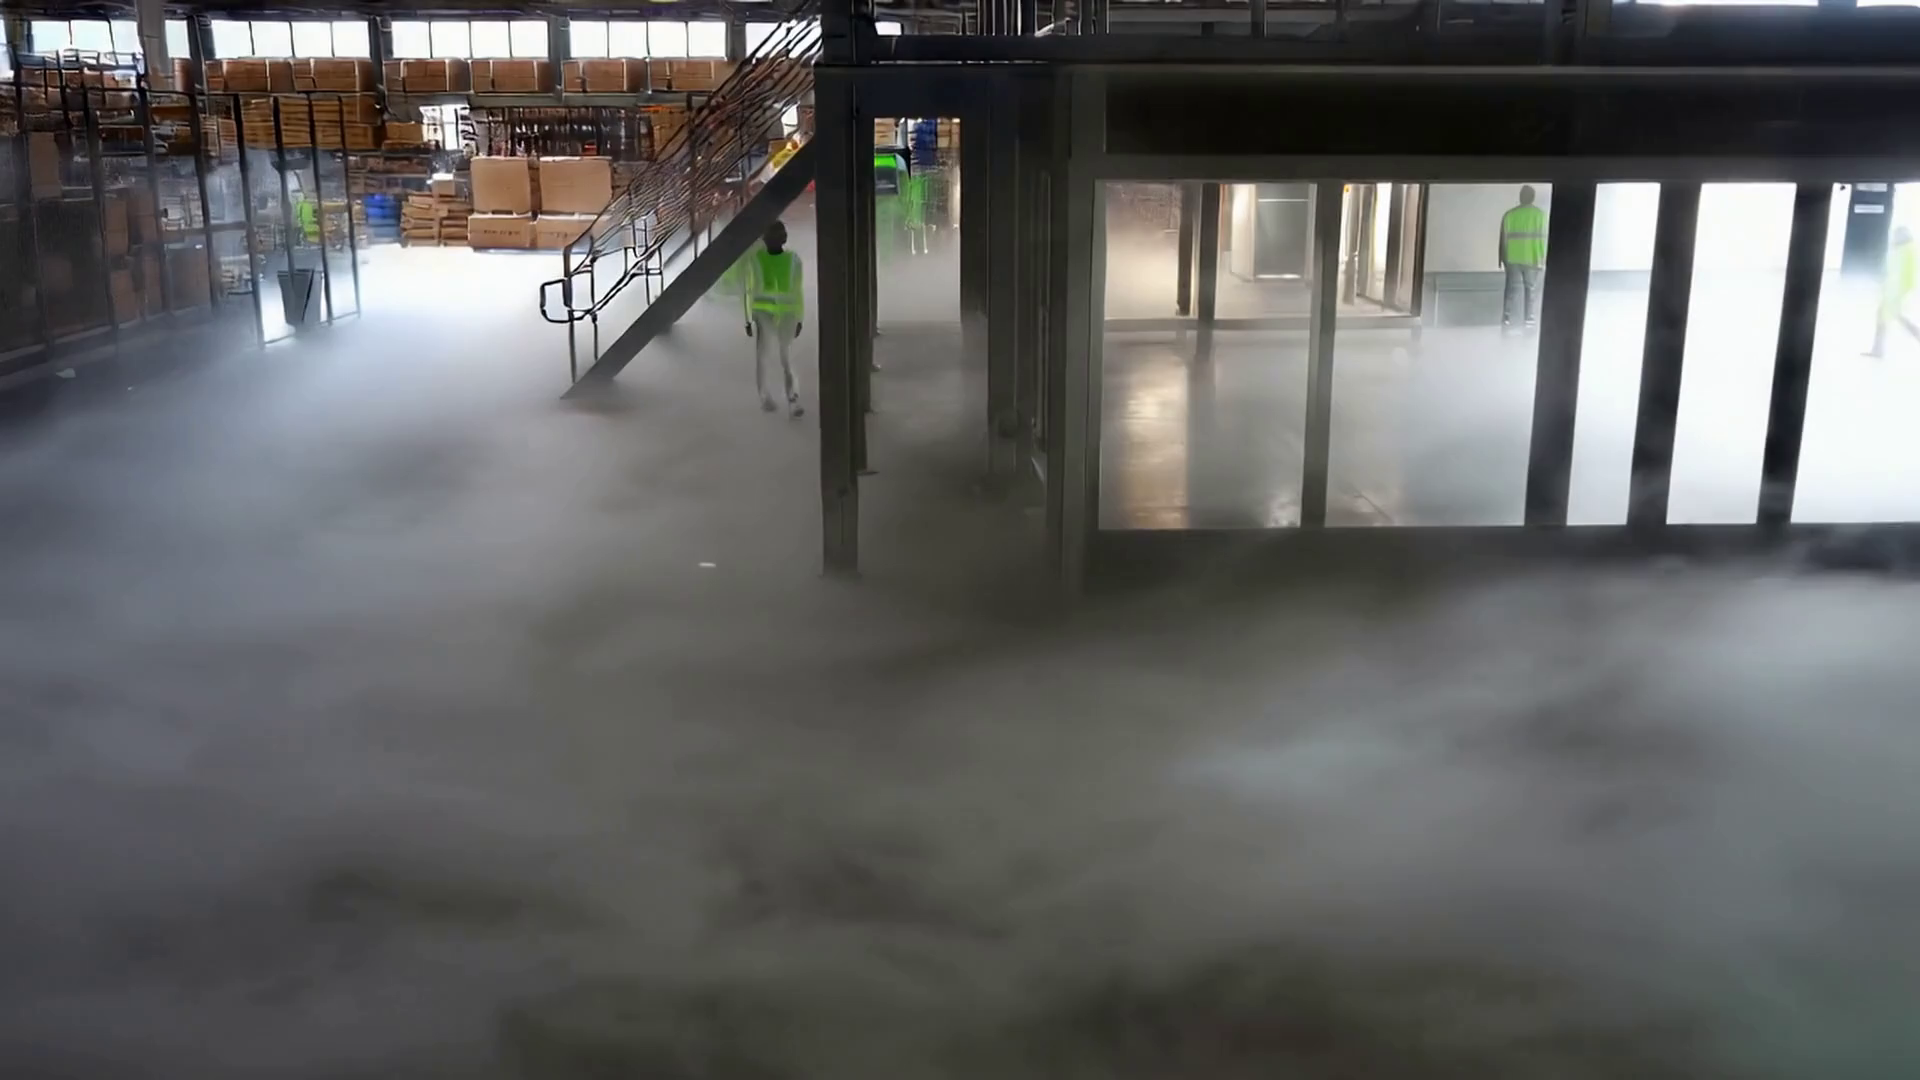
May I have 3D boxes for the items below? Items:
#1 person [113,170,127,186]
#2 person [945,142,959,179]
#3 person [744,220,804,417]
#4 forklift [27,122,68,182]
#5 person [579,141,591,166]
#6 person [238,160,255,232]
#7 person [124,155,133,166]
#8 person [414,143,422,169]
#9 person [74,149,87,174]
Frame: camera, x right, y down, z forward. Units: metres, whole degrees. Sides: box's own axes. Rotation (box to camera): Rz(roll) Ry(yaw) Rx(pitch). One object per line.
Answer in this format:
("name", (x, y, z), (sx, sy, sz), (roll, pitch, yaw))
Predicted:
("person", (-16.817, -6.530, 33.589), (0.945, 1.822, 0.525), (5, 15, 18))
("person", (-0.369, -19.354, 84.845), (0.879, 1.808, 0.601), (-3, 14, -11))
("person", (-1.746, -2.085, 15.755), (0.601, 1.838, 0.939), (-4, 15, -16))
("forklift", (-35.376, -14.773, 64.377), (1.129, 2.768, 1.873), (-1, 14, -2))
("person", (-18.649, -18.885, 82.761), (0.620, 1.918, 0.491), (-7, 16, -25))
("person", (-16.063, -7.581, 37.484), (0.367, 1.967, 0.603), (-6, 15, -24))
("person", (-31.865, -14.087, 63.976), (0.554, 1.716, 0.895), (9, 17, 32))
("person", (-27.103, -18.916, 83.093), (0.481, 1.815, 0.619), (-4, 15, -15))
("person", (-37.687, -15.912, 71.355), (0.535, 1.686, 0.366), (-7, 16, -27))
